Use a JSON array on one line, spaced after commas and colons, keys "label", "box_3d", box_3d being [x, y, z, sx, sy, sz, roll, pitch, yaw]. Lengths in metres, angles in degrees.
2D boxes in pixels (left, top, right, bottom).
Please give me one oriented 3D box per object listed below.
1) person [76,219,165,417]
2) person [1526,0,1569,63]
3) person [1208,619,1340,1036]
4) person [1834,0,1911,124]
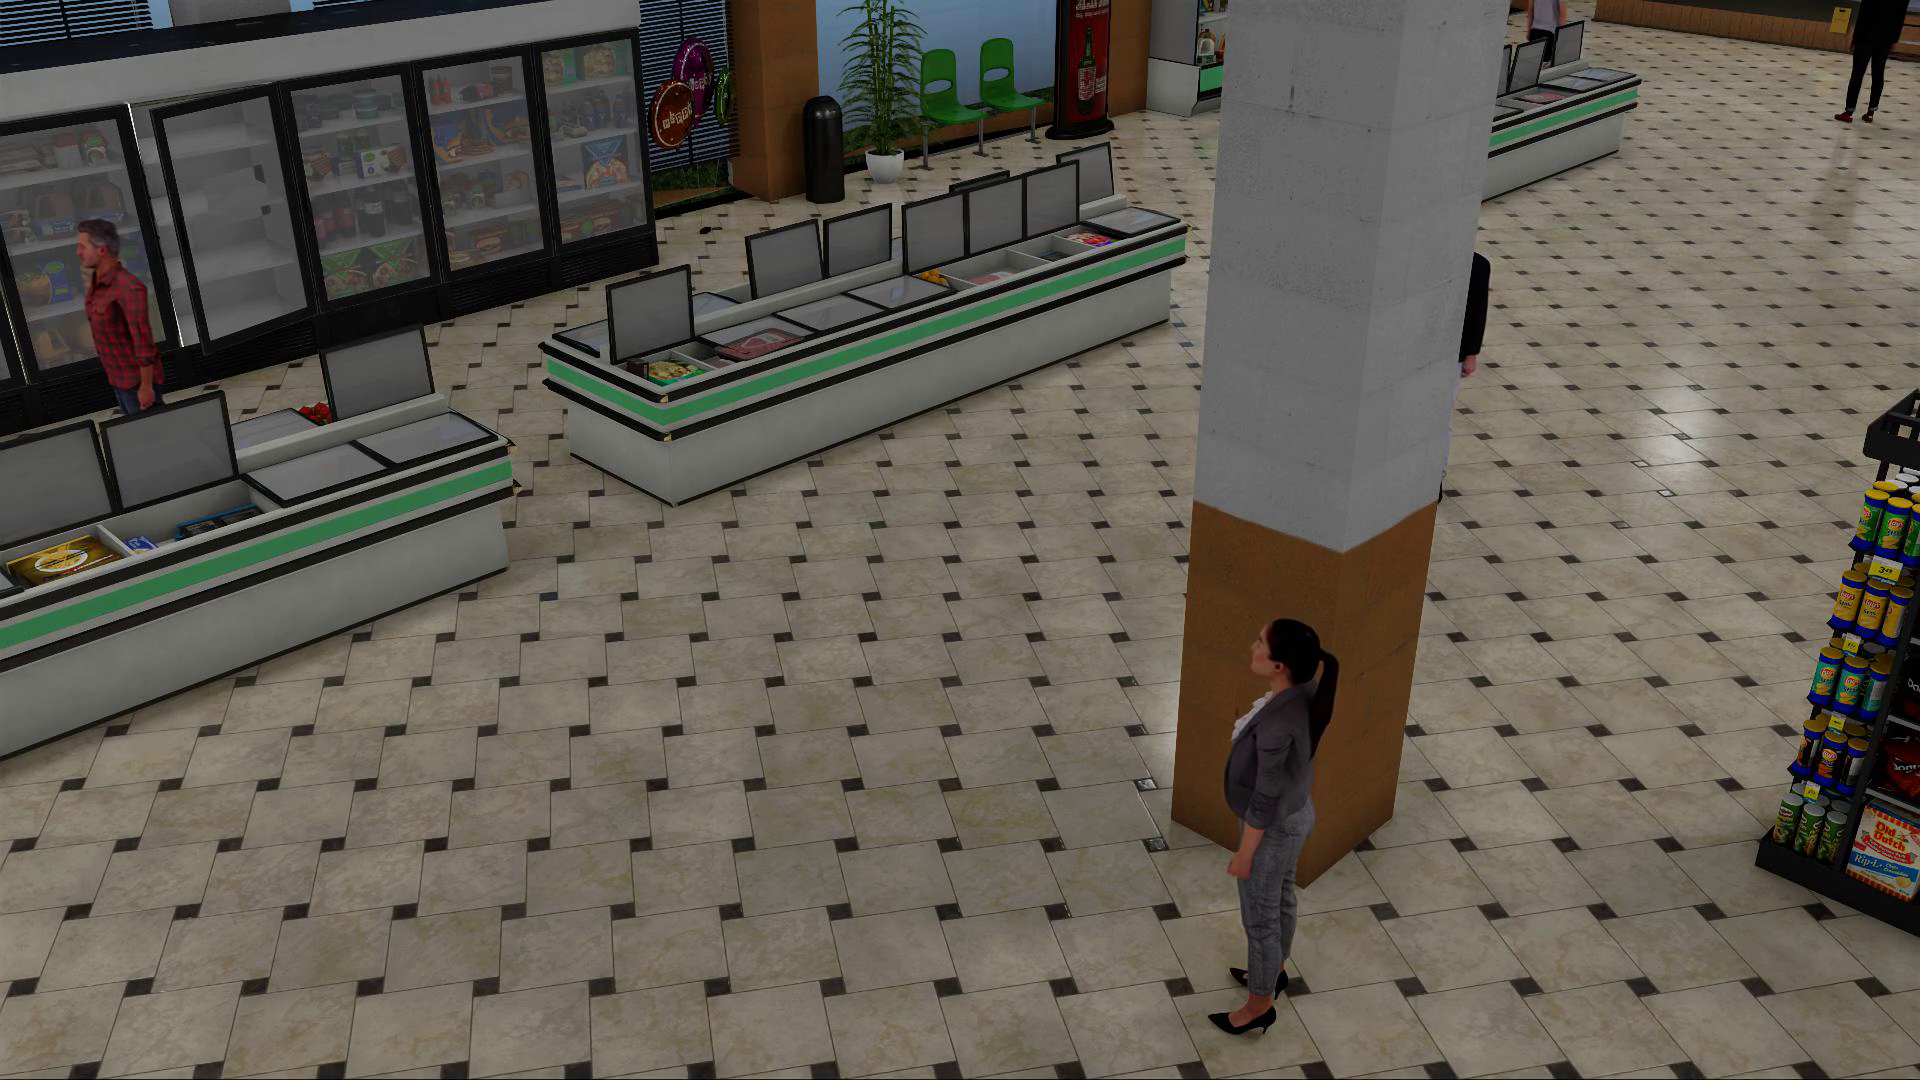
[{"label": "person", "box_3d": [-4.759, -0.961, 9.601, 0.555, 1.829, 0.703, -21, 34, -36]}, {"label": "person", "box_3d": [6.731, -5.825, 19.154, 0.619, 1.863, 0.698, -16, 31, -29]}, {"label": "person", "box_3d": [1.105, 1.020, 5.861, 0.750, 1.678, 0.629, 13, 30, 24]}, {"label": "person", "box_3d": [10.405, -5.676, 18.911, 0.783, 1.818, 0.833, 1, 27, 2]}]
